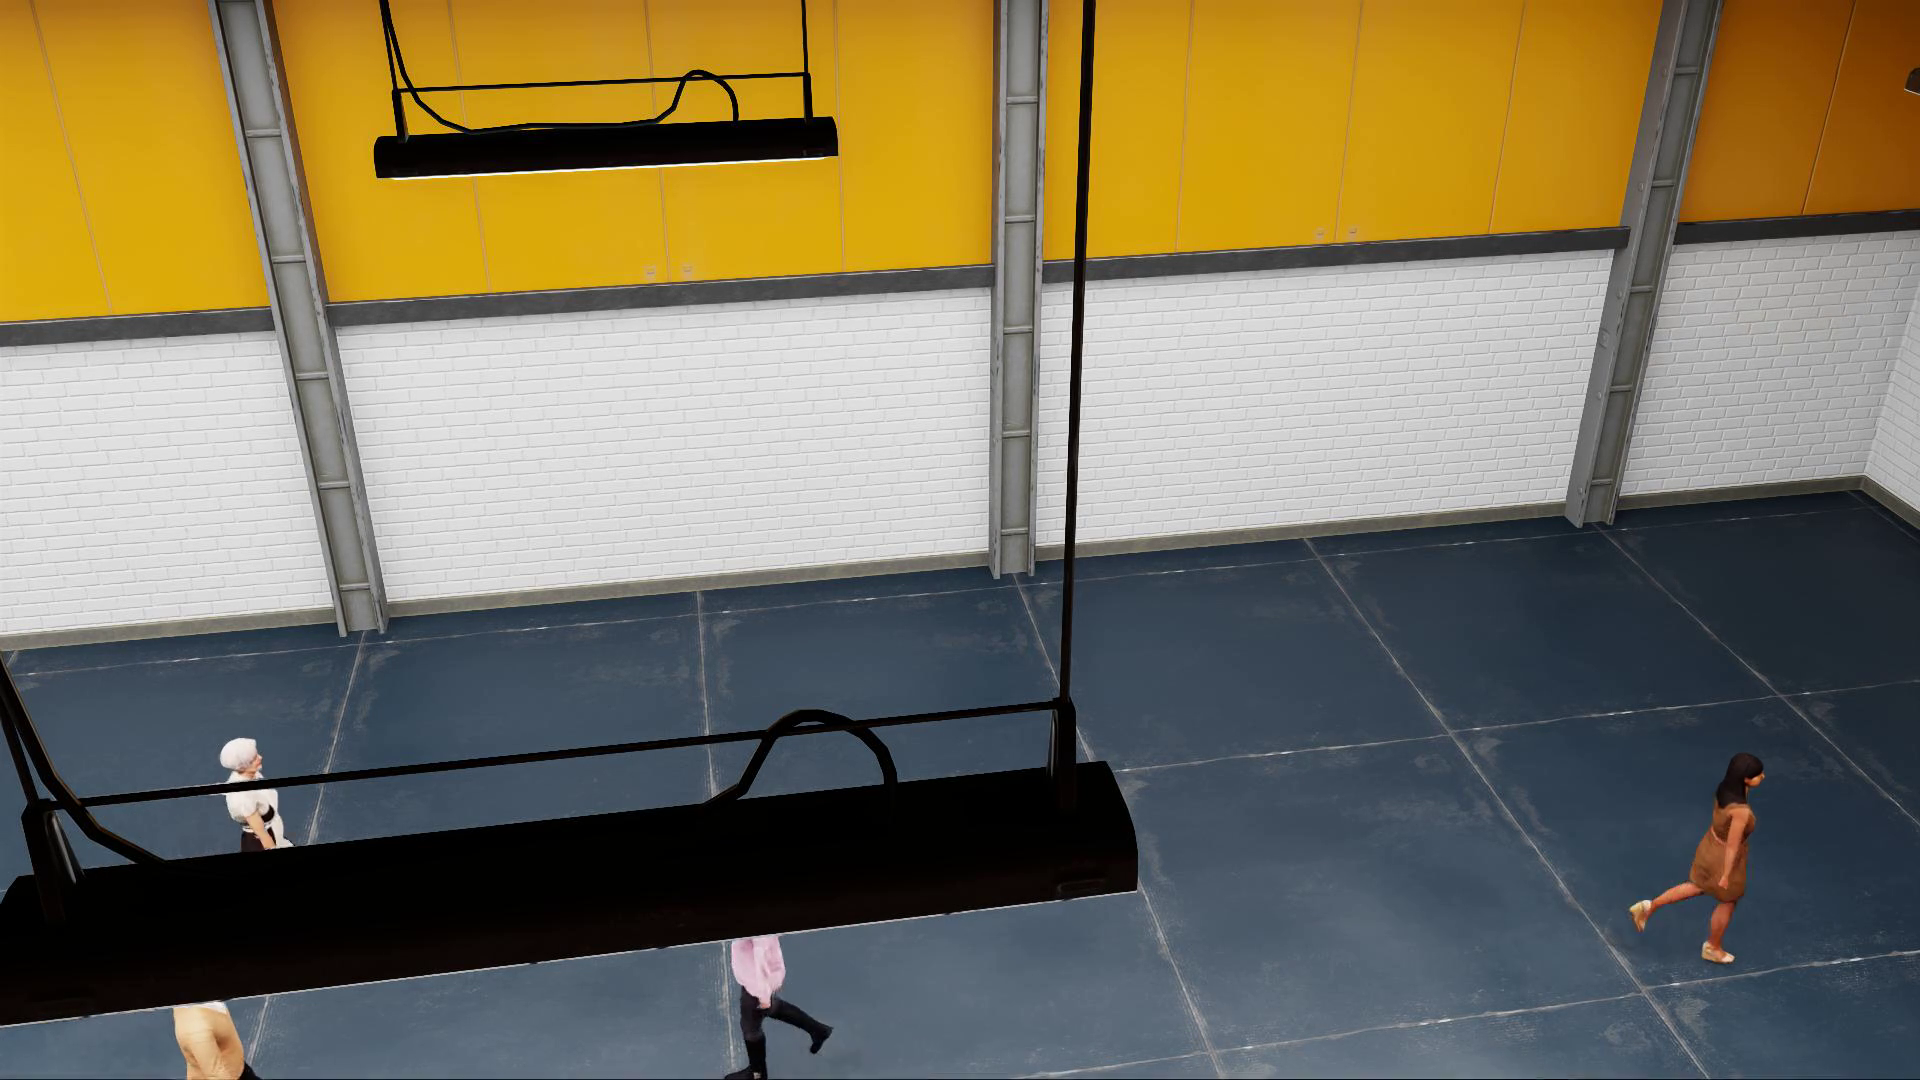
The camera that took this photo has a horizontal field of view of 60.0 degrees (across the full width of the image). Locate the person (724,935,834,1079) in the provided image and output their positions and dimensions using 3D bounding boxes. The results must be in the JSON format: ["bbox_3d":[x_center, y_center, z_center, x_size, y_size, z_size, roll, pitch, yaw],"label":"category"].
[{"bbox_3d":[-1.128,2.606,10.032,0.902,1.674,0.596,-5,29,-9],"label":"person"}]

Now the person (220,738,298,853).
[{"bbox_3d":[-4.683,2.064,10.959,0.650,1.739,0.627,-6,29,-11],"label":"person"}]

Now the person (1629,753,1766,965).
[{"bbox_3d":[4.931,2.103,10.957,1.019,1.671,0.772,5,29,9],"label":"person"}]
